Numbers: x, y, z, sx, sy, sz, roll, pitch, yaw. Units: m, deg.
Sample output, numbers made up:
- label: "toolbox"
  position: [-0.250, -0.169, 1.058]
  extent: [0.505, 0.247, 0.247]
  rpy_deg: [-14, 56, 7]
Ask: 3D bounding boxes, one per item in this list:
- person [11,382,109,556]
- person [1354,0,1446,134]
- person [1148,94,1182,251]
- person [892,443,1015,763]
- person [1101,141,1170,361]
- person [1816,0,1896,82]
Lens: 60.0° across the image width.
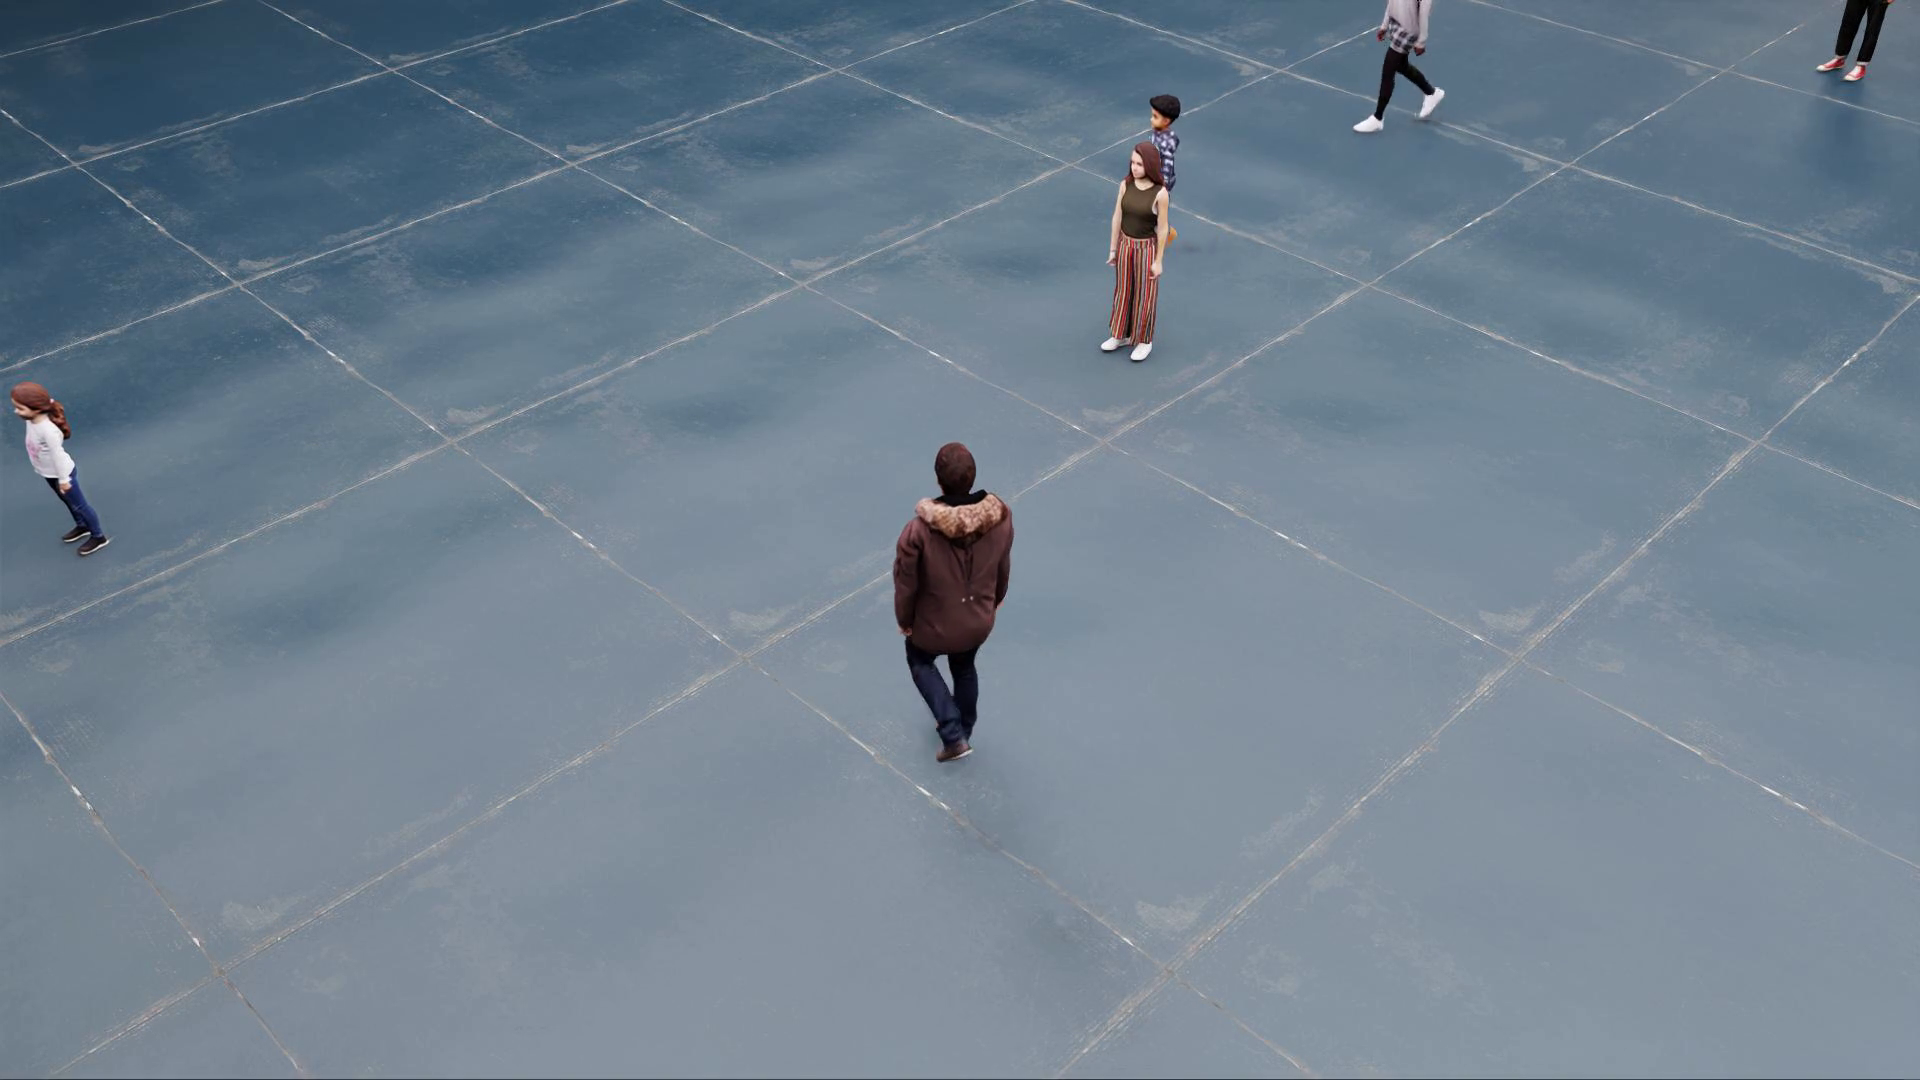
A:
- label: "person"
  position: [-5.217, -0.430, 9.614]
  extent: [0.449, 1.110, 0.476]
  rpy_deg: [27, 45, 31]
- label: "person"
  position: [3.903, -4.374, 14.279]
  extent: [1.211, 1.743, 0.982]
  rpy_deg: [-10, 38, -12]
- label: "person"
  position: [1.548, -2.750, 12.556]
  extent: [0.639, 1.242, 0.595]
  rpy_deg: [-12, 39, -15]
- label: "person"
  position: [-0.010, 0.390, 7.939]
  extent: [0.851, 1.832, 0.951]
  rpy_deg: [-14, 39, -18]
- label: "person"
  position: [1.209, -1.964, 11.259]
  extent: [0.584, 1.562, 0.554]
  rpy_deg: [24, 43, 28]
- label: "person"
  position: [8.409, -5.133, 15.262]
  extent: [0.661, 1.762, 0.749]
  rpy_deg: [-20, 42, -25]
